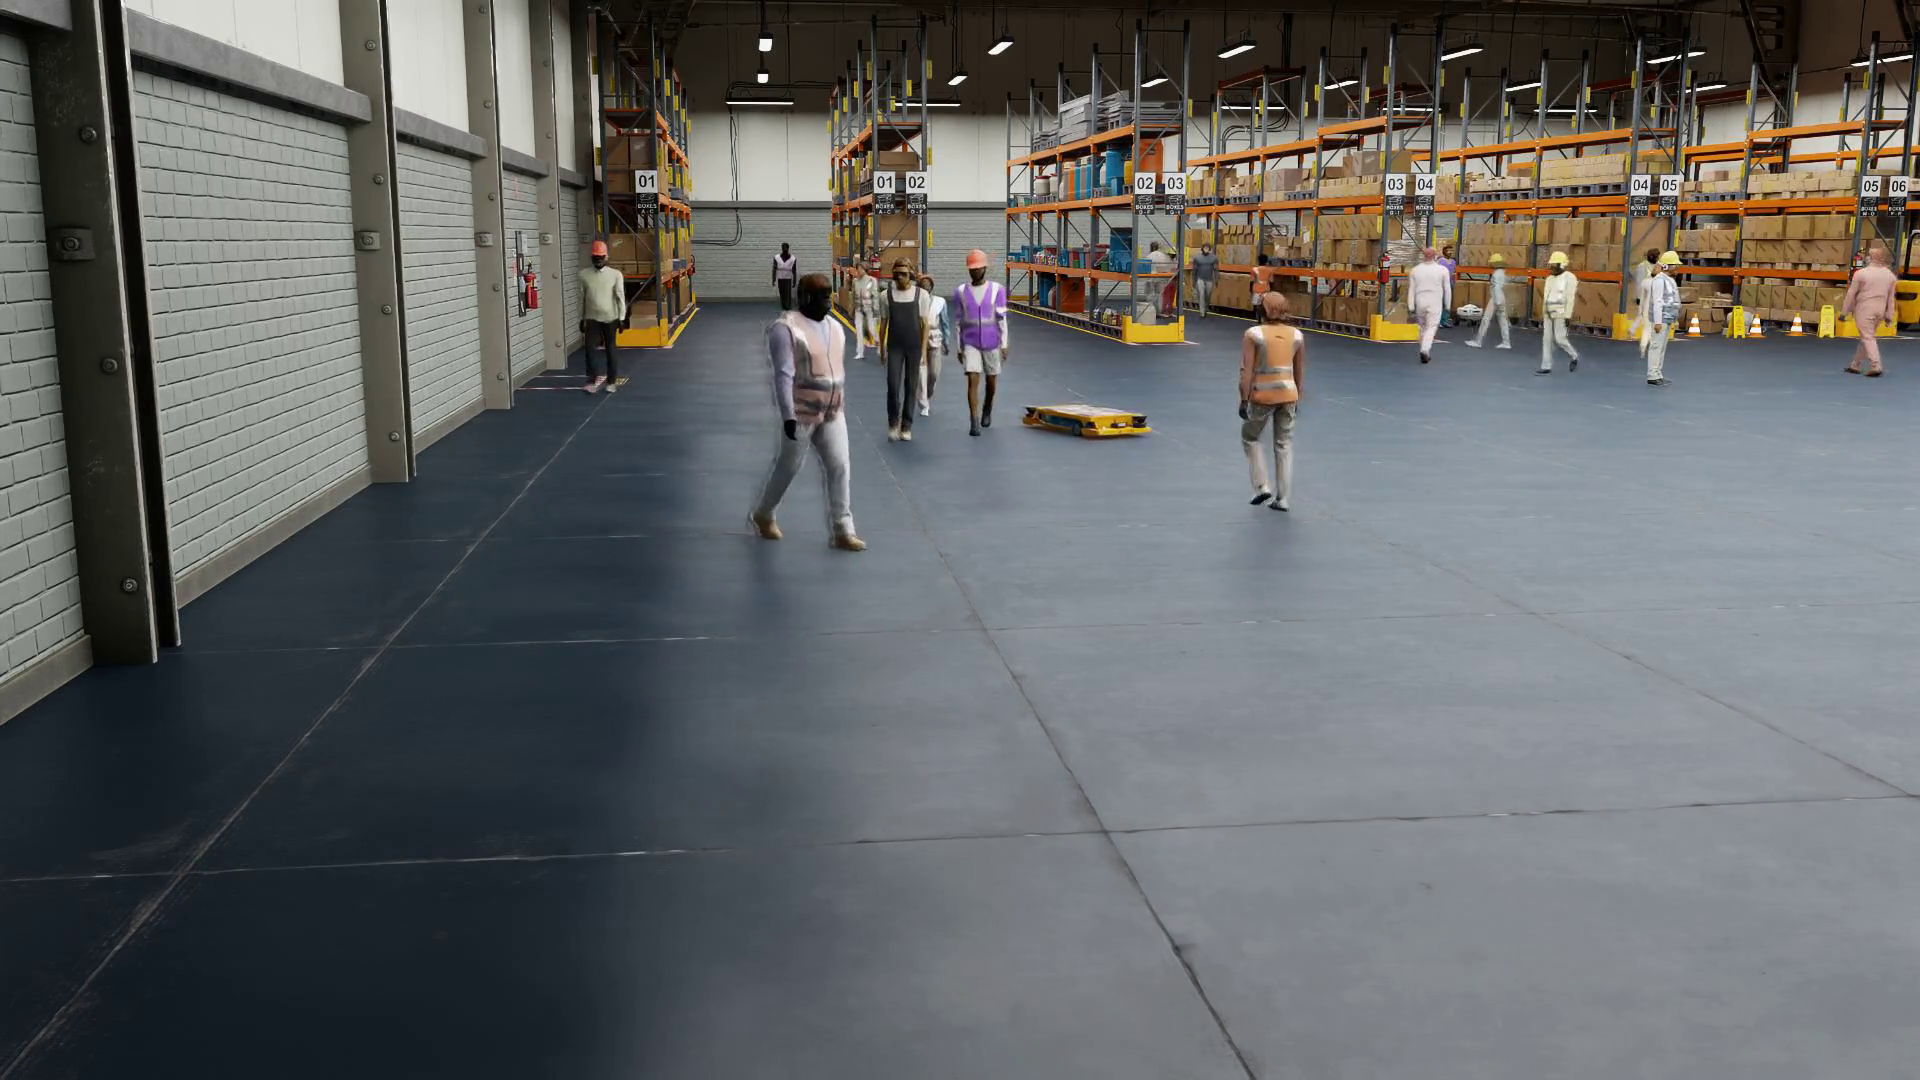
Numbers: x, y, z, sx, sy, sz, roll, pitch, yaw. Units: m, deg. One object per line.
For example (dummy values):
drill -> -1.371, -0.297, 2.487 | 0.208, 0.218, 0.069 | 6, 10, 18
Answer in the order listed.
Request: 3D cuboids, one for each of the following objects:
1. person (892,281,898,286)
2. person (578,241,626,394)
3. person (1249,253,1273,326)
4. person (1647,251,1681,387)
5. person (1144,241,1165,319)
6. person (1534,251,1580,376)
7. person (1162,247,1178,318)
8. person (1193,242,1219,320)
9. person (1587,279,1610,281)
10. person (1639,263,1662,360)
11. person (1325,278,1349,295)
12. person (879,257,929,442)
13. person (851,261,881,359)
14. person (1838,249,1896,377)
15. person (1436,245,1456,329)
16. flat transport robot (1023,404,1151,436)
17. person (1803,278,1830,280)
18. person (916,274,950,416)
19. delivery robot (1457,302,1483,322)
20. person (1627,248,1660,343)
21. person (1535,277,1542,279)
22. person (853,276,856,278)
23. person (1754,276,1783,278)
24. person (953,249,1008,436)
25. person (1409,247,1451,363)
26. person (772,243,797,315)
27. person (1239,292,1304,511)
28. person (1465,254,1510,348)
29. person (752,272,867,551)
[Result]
person -> -1.758, -7.401, 46.209 | 0.627, 2.024, 0.587 | -1, 10, -7
person -> -4.652, -2.854, 21.463 | 0.648, 1.954, 0.921 | 0, 10, 1
person -> 6.576, -5.397, 36.172 | 0.536, 1.672, 0.677 | -3, 11, -14
person -> 9.583, -3.005, 22.633 | 0.404, 1.833, 0.591 | 8, 13, 36
person -> 4.803, -6.471, 41.404 | 0.627, 1.913, 0.683 | -7, 13, -35
person -> 8.741, -3.297, 24.275 | 0.611, 1.818, 0.607 | -4, 11, -22
person -> 5.337, -6.495, 41.961 | 0.529, 1.765, 0.327 | -9, 13, -39
person -> 6.051, -6.400, 41.056 | 0.638, 1.919, 0.835 | 1, 10, 4
person -> 15.683, -6.423, 40.798 | 0.610, 2.043, 0.397 | 0, 10, 3
person -> 11.513, -3.795, 27.596 | 0.500, 1.606, 0.729 | 6, 12, 31
person -> 10.331, -7.226, 45.660 | 0.642, 1.879, 0.864 | 0, 10, -1
person -> -0.551, -1.871, 16.467 | 0.498, 1.822, 0.576 | 0, 10, -1
person -> -1.571, -3.831, 27.712 | 0.530, 1.623, 0.549 | 5, 12, 26
person -> 13.314, -3.325, 24.348 | 0.654, 1.858, 1.008 | -2, 11, -11
person -> 10.771, -5.627, 36.975 | 0.570, 1.845, 0.383 | -7, 12, -33
flat transport robot -> 1.305, -1.260, 17.356 | 0.652, 0.197, 1.431 | -6, 12, -29
person -> 19.714, -5.939, 38.305 | 0.610, 1.986, 0.392 | 1, 10, 5
person -> -0.391, -2.248, 19.099 | 0.522, 1.619, 0.700 | -2, 11, -11
delivery robot -> 11.535, -5.147, 37.620 | 0.477, 0.478, 0.707 | -1, 11, -7
person -> 13.098, -4.642, 31.647 | 0.627, 1.829, 0.510 | -6, 12, -29
person -> 17.298, -8.029, 50.033 | 0.805, 1.886, 0.692 | 8, 13, 39
person -> -2.811, -7.572, 47.779 | 0.982, 1.804, 0.535 | 0, 10, 1
person -> 19.290, -6.208, 39.628 | 0.690, 2.000, 0.538 | 2, 11, 11
person -> 0.213, -2.058, 17.257 | 0.557, 1.911, 0.858 | 0, 10, 1
person -> 7.570, -3.795, 26.885 | 0.642, 1.872, 0.917 | 7, 12, 32
person -> -4.527, -6.737, 43.015 | 0.606, 1.873, 1.008 | 0, 10, 1
person -> 2.308, -1.024, 12.352 | 0.561, 1.619, 0.399 | -3, 11, -18
person -> 9.732, -4.371, 30.478 | 0.855, 1.708, 0.493 | 7, 13, 35
person -> -1.019, -0.847, 10.899 | 0.624, 1.810, 0.893 | -10, 14, -44
